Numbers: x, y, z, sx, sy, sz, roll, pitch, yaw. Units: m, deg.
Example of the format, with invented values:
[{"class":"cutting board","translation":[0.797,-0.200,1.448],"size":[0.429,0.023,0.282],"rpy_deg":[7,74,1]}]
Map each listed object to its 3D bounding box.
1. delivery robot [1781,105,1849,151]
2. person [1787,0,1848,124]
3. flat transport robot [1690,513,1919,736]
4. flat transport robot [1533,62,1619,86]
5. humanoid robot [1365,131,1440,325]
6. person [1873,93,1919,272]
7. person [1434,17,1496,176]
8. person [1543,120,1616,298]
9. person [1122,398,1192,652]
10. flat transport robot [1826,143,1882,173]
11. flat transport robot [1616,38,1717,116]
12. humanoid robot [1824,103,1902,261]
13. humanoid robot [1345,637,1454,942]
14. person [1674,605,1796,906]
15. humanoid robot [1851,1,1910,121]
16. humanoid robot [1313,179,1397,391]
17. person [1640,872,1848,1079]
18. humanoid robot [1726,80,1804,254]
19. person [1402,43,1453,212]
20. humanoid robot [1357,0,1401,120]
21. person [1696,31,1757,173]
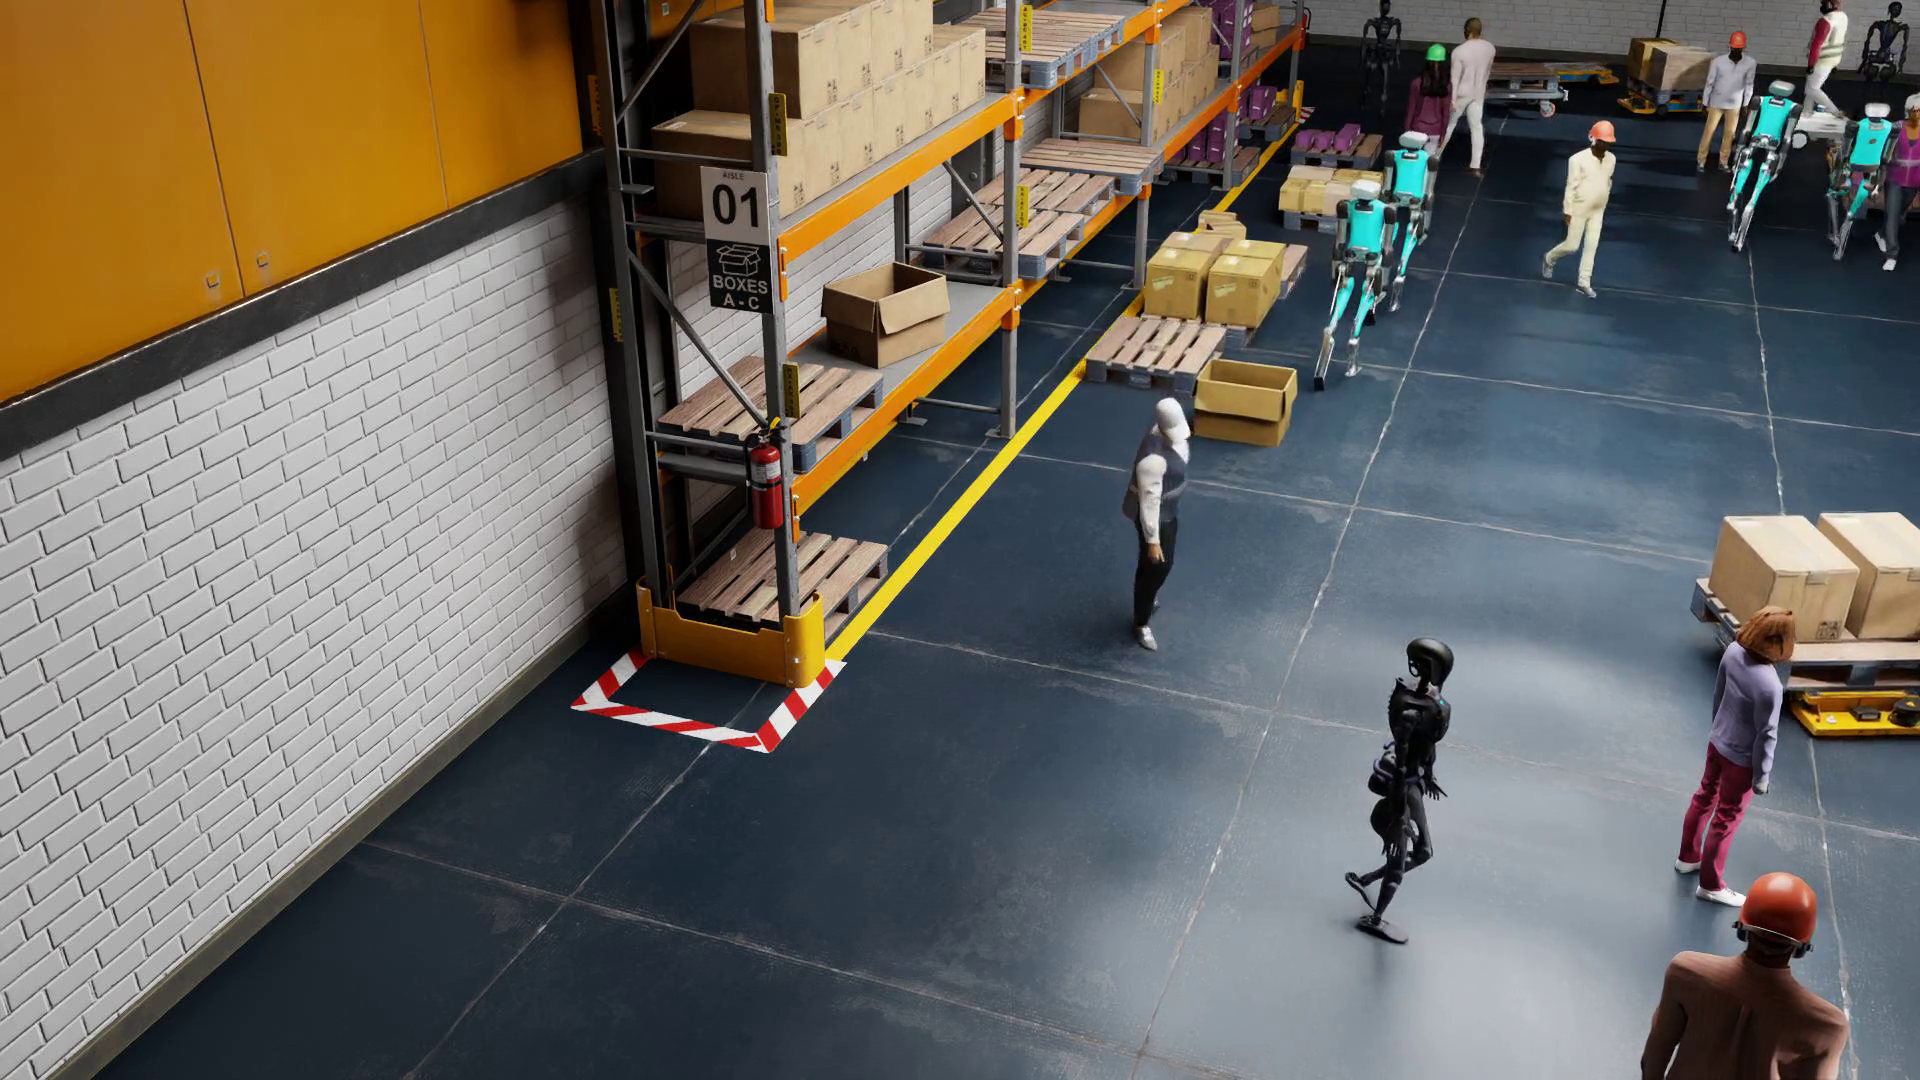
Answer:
[{"class":"delivery robot","translation":[11.294,-5.436,21.997],"size":[0.793,0.608,0.499],"rpy_deg":[7,28,12]},{"class":"person","translation":[11.853,-6.504,22.693],"size":[0.654,1.807,0.728],"rpy_deg":[-20,33,-33]},{"class":"flat transport robot","translation":[5.287,0.751,10.294],"size":[0.659,0.231,1.431],"rpy_deg":[-1,27,-1]},{"class":"flat transport robot","translation":[9.392,-7.224,25.763],"size":[1.431,0.231,0.659],"rpy_deg":[0,27,-1]},{"class":"humanoid robot","translation":[4.137,-2.922,15.858],"size":[0.549,1.791,0.912],"rpy_deg":[15,31,26]},{"class":"person","translation":[9.937,-3.806,17.471],"size":[0.589,1.796,0.951],"rpy_deg":[9,29,16]},{"class":"person","translation":[6.319,-5.566,20.797],"size":[0.644,1.880,1.043],"rpy_deg":[-7,28,-14]},{"class":"person","translation":[6.234,-3.334,16.610],"size":[0.572,1.735,0.624],"rpy_deg":[-9,29,-17]},{"class":"person","translation":[1.247,-0.150,10.468],"size":[0.429,1.719,0.802],"rpy_deg":[9,29,17]},{"class":"flat transport robot","translation":[11.271,-4.693,20.853],"size":[0.659,0.231,1.431],"rpy_deg":[10,29,19]},{"class":"flat transport robot","translation":[10.316,-6.316,24.002],"size":[1.431,0.231,0.659],"rpy_deg":[-1,27,-2]},{"class":"humanoid robot","translation":[9.438,-3.825,17.610],"size":[0.530,1.720,1.004],"rpy_deg":[6,28,11]},{"class":"humanoid robot","translation":[2.085,1.183,7.915],"size":[0.413,1.639,0.583],"rpy_deg":[14,30,25]},{"class":"person","translation":[3.853,1.049,8.223],"size":[0.281,1.633,0.498],"rpy_deg":[-1,27,-2]},{"class":"humanoid robot","translation":[12.698,-6.566,22.945],"size":[0.461,1.643,0.610],"rpy_deg":[-24,36,-38]},{"class":"humanoid robot","translation":[3.330,-2.132,14.327],"size":[0.552,1.798,0.891],"rpy_deg":[16,31,28]},{"class":"person","translation":[2.741,2.030,5.946],"size":[0.610,1.986,0.402],"rpy_deg":[21,34,34]},{"class":"humanoid robot","translation":[8.545,-3.949,17.899],"size":[0.578,1.861,0.838],"rpy_deg":[18,32,31]},{"class":"person","translation":[5.313,-4.667,18.979],"size":[0.524,1.935,0.466],"rpy_deg":[1,27,2]},{"class":"humanoid robot","translation":[5.924,-6.814,23.485],"size":[0.616,1.642,0.748],"rpy_deg":[-1,27,-1]},{"class":"person","translation":[9.548,-5.454,20.723],"size":[0.562,1.742,0.358],"rpy_deg":[4,28,8]}]
